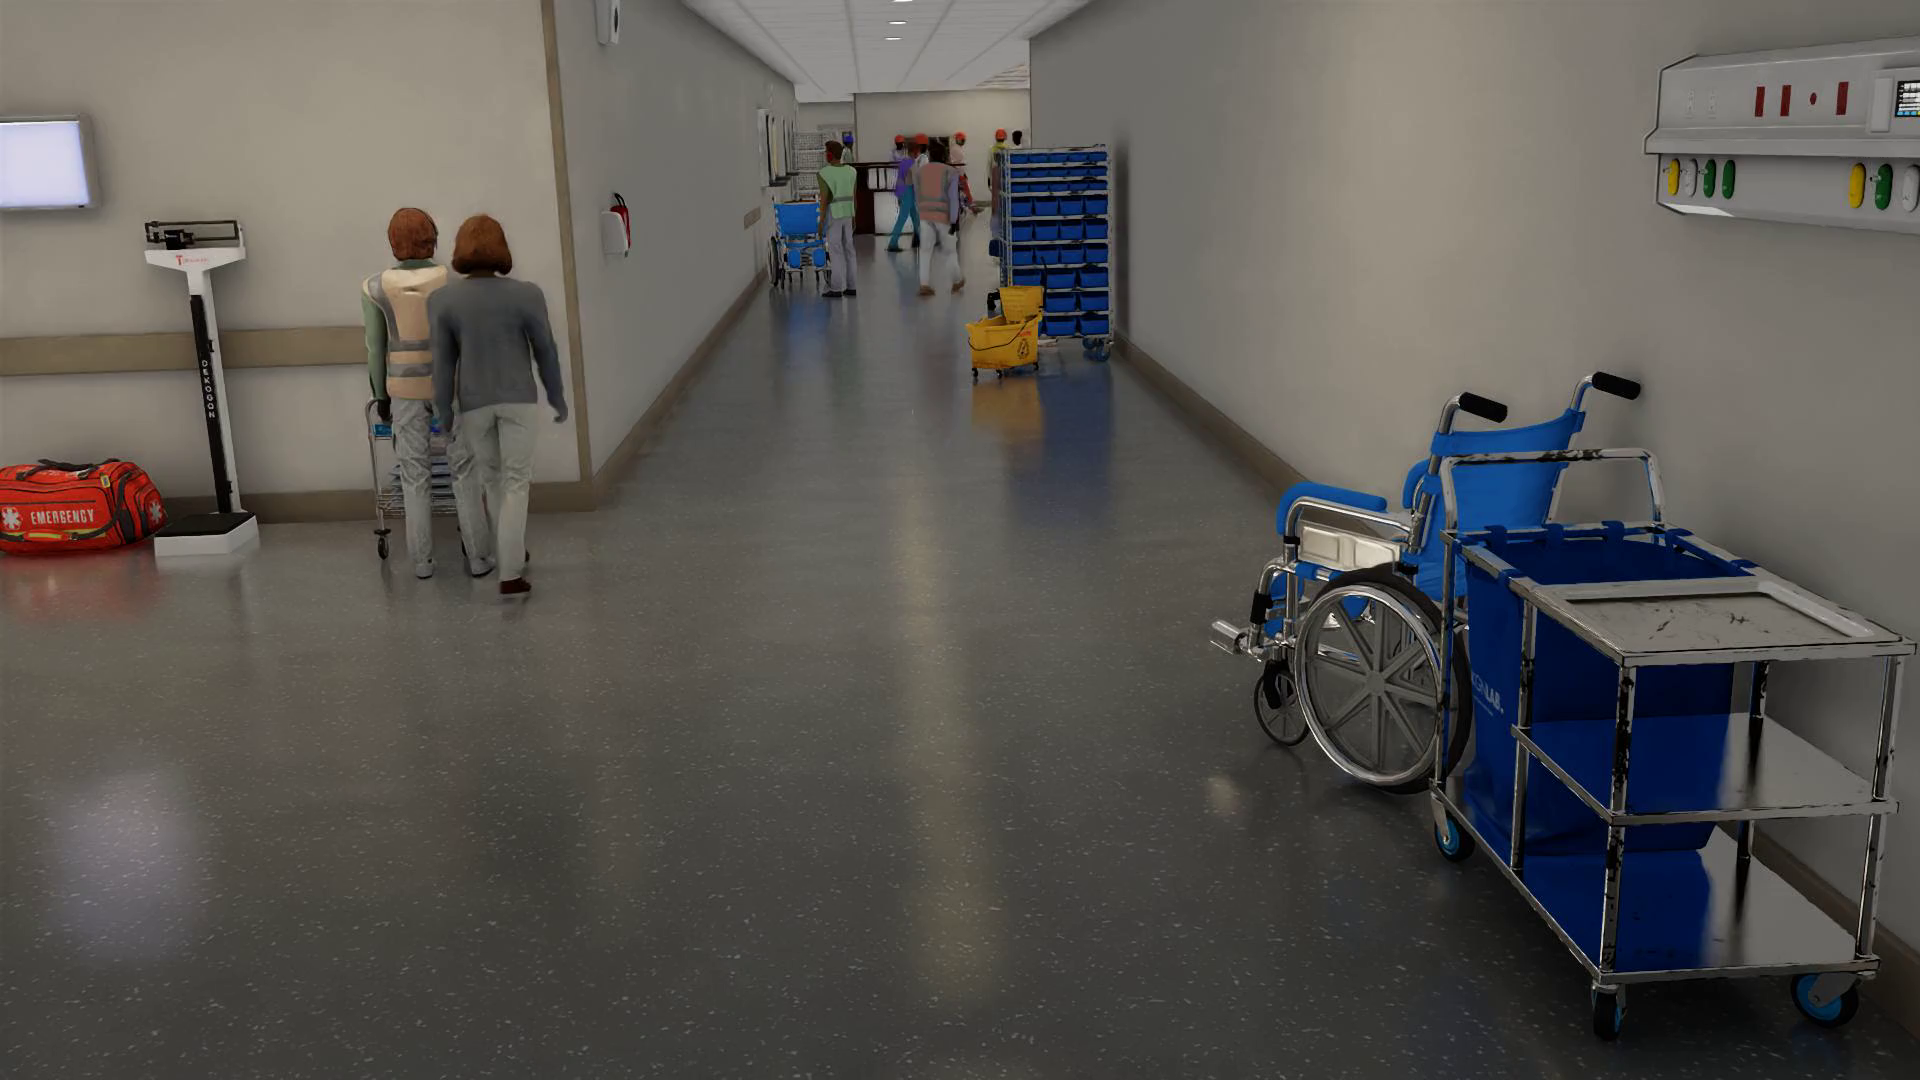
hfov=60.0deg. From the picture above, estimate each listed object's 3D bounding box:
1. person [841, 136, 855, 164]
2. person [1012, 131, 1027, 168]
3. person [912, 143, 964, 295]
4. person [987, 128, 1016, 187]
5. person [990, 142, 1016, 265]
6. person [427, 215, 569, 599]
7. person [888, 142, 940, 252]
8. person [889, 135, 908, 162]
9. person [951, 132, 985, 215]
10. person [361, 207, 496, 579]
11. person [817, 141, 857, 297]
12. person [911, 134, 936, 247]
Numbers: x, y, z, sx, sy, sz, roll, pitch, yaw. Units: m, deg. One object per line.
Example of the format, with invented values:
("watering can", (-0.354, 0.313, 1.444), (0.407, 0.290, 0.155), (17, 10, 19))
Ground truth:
("person", (-2.875, -9.447, 42.949), (0.407, 1.942, 0.615), (-6, 14, -17))
("person", (1.474, -9.019, 40.655), (0.457, 1.949, 0.614), (3, 14, 17))
("person", (-0.263, -3.858, 20.022), (0.615, 1.787, 0.988), (4, 15, 22))
("person", (0.852, -7.480, 34.338), (0.608, 1.985, 0.394), (0, 14, 7))
("person", (0.652, -4.828, 23.945), (0.454, 1.752, 0.541), (9, 17, 38))
("person", (-1.959, -0.577, 7.107), (0.515, 1.597, 0.730), (-1, 14, 3))
("person", (-0.809, -5.669, 27.524), (0.963, 1.779, 0.575), (-6, 14, -17))
("person", (-1.454, -8.934, 40.713), (0.545, 1.933, 0.385), (-8, 15, -25))
("person", (0.058, -8.621, 39.195), (0.998, 1.940, 0.628), (-4, 14, -9))
("person", (-2.322, -0.628, 7.302), (0.518, 1.632, 0.313), (-3, 14, -5))
("person", (-1.454, -3.840, 19.939), (0.565, 1.850, 0.390), (-15, 19, -43))
("person", (-0.605, -6.018, 28.658), (0.739, 1.908, 0.570), (-11, 16, -33))
